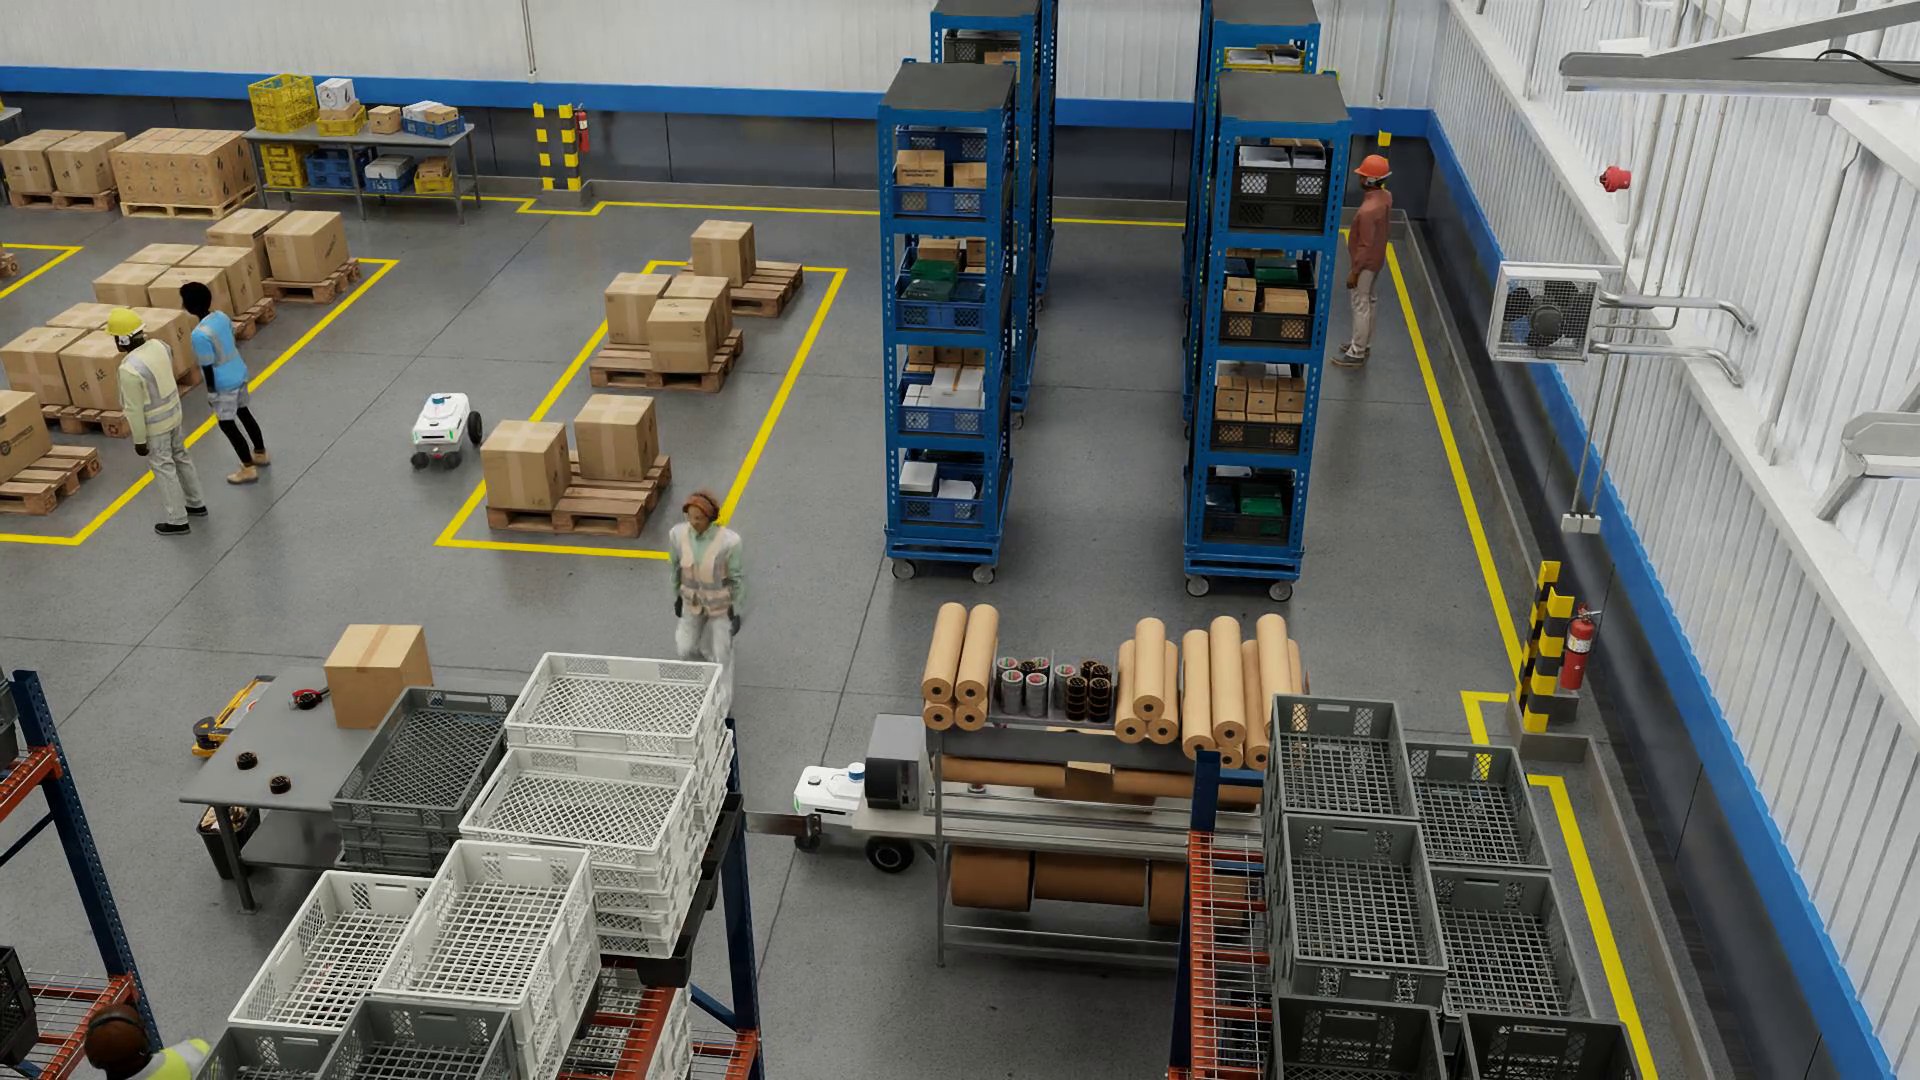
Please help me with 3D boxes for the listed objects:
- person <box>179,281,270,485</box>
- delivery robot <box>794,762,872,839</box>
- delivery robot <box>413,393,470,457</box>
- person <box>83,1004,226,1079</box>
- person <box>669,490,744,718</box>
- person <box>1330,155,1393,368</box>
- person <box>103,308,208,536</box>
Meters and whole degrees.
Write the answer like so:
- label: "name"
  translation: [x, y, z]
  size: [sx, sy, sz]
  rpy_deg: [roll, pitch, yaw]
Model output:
- label: "person"
  translation: [-5.970, -1.297, 13.481]
  size: [0.336, 1.681, 0.539]
  rpy_deg: [-1, 30, -1]
- label: "delivery robot"
  translation: [-0.595, 1.515, 9.674]
  size: [0.707, 0.478, 0.477]
  rpy_deg: [6, 31, 10]
- label: "delivery robot"
  translation: [-4.357, -0.995, 13.985]
  size: [0.477, 0.478, 0.707]
  rpy_deg: [-2, 30, -4]
- label: "person"
  translation: [-3.171, 2.579, 6.670]
  size: [0.430, 1.841, 0.624]
  rpy_deg: [23, 37, 34]
- label: "person"
  translation: [-1.600, 0.427, 10.571]
  size: [0.535, 1.627, 0.395]
  rpy_deg: [8, 31, 13]
- label: "person"
  translation: [3.736, -2.575, 15.367]
  size: [0.379, 1.996, 0.611]
  rpy_deg: [15, 34, 24]
- label: "person"
  translation: [-6.142, -0.909, 12.679]
  size: [0.403, 1.824, 0.595]
  rpy_deg: [2, 30, 3]
